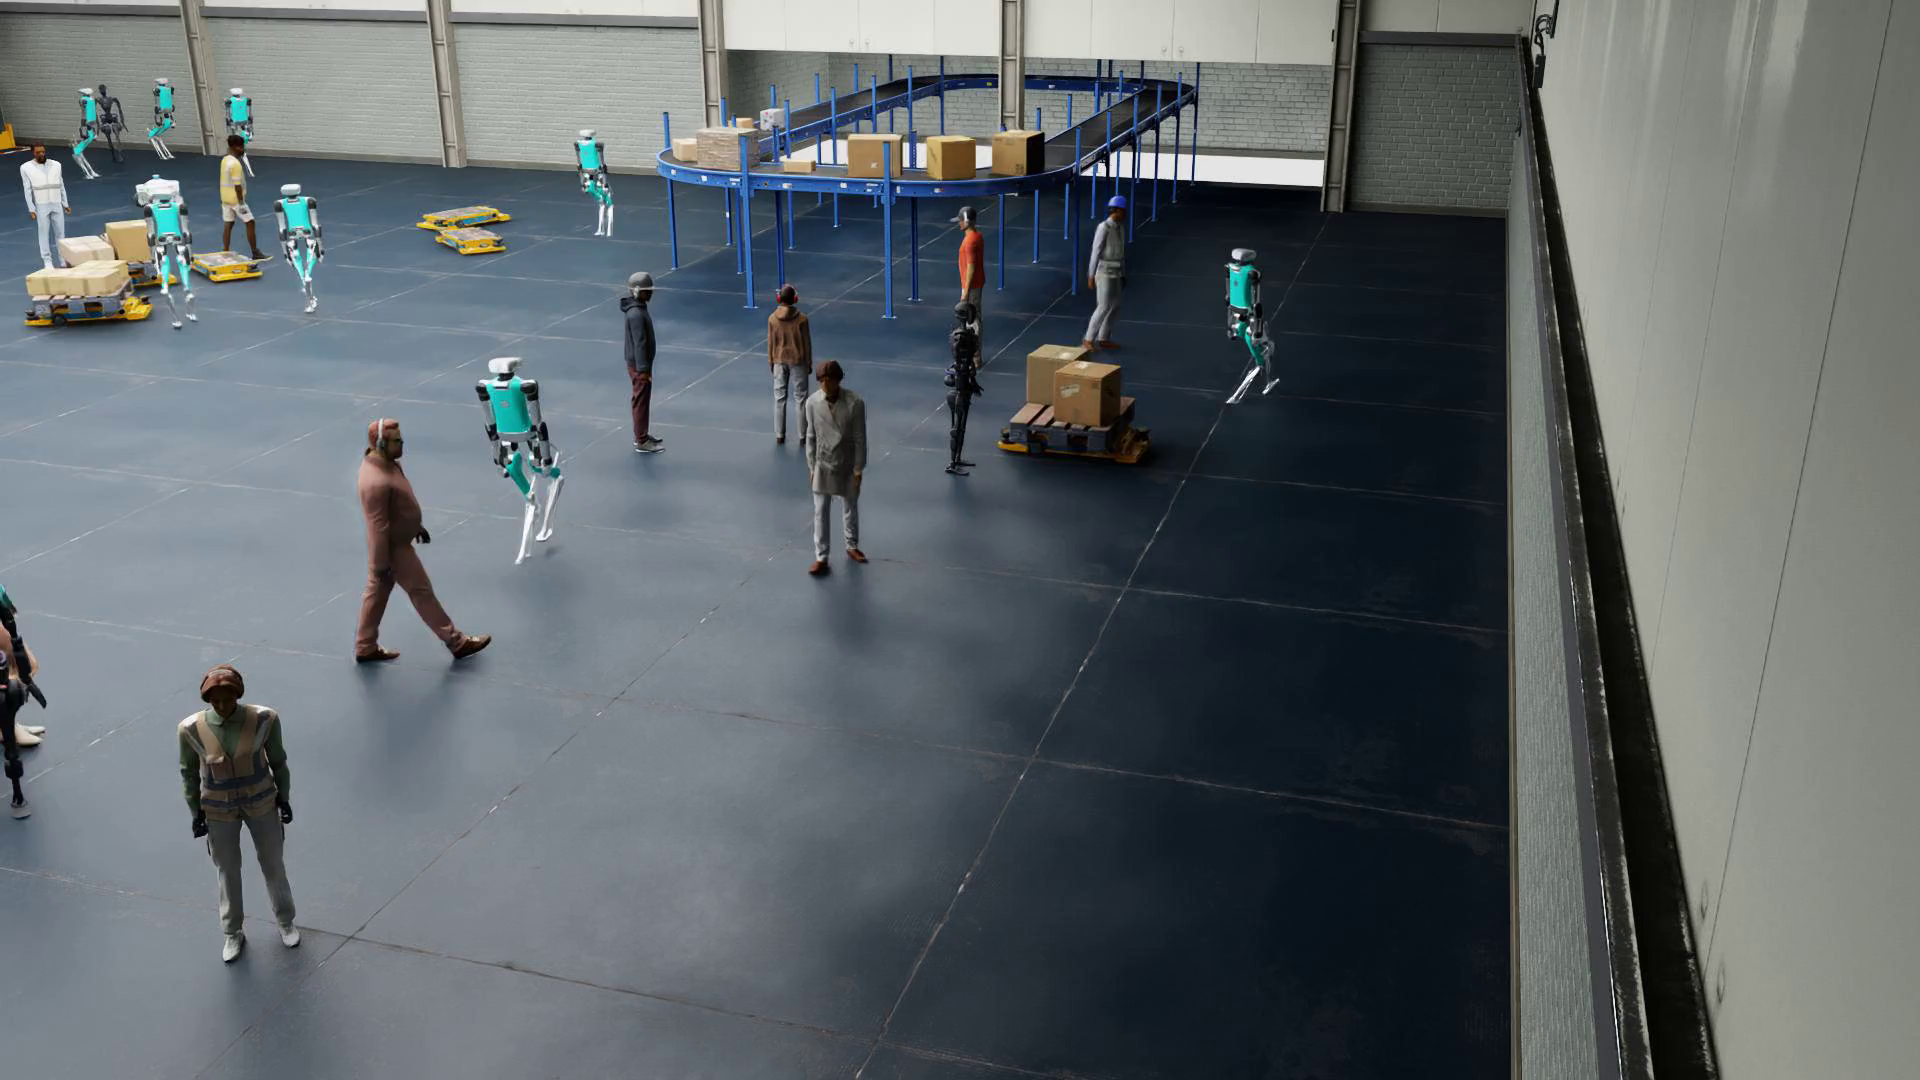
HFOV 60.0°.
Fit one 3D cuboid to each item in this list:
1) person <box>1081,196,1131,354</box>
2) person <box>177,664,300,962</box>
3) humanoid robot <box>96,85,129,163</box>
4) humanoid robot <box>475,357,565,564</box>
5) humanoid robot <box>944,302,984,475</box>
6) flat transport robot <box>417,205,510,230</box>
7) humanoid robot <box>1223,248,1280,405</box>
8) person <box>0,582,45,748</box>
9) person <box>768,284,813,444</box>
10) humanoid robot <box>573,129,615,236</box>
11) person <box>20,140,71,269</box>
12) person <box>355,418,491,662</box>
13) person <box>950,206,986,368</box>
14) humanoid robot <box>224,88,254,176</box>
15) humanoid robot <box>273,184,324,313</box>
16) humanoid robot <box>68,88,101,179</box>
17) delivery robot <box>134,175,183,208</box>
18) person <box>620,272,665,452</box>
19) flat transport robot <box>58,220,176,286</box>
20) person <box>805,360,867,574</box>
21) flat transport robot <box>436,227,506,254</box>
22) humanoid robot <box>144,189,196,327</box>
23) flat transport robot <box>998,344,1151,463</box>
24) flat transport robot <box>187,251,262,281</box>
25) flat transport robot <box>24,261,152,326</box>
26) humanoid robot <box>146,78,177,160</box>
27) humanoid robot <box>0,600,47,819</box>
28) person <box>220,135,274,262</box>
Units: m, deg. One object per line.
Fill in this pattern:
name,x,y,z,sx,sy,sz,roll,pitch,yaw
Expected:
person,1.797,-3.234,20.330,0.376,1.883,0.737,12,24,28
person,-3.734,1.399,8.642,0.510,1.639,0.306,-9,23,-22
humanoid robot,-17.792,-8.718,34.862,0.603,1.630,0.706,-10,23,-25
humanoid robot,-3.631,-0.723,14.040,0.566,1.800,0.827,4,21,11
humanoid robot,0.032,-1.484,16.052,0.315,1.655,0.599,6,22,16
flat transport robot,-8.488,-5.496,28.433,0.659,0.231,1.431,15,26,34
humanoid robot,3.336,-2.365,18.329,1.003,1.765,0.530,-13,24,-30
person,-6.239,0.474,10.740,0.459,1.858,0.527,-14,25,-31
person,-1.728,-1.775,16.870,0.456,1.644,0.321,3,21,9
humanoid robot,-5.937,-5.899,27.397,0.543,1.755,0.696,8,23,20
person,-13.652,-5.010,24.883,0.371,1.916,0.594,15,26,34
person,-3.977,0.013,11.940,0.986,1.856,0.641,-7,22,-18
person,0.091,-2.985,19.641,0.407,1.911,0.473,4,21,10
humanoid robot,-14.400,-8.101,33.140,0.677,1.794,0.533,19,28,40
humanoid robot,-8.682,-3.773,21.891,0.570,1.722,0.973,-5,22,-12
humanoid robot,-17.445,-8.075,33.033,0.718,1.750,0.531,0,21,-1
delivery robot,-14.529,-6.290,30.115,0.499,0.609,0.805,11,23,25
person,-3.179,-1.790,16.673,0.369,1.810,0.543,-4,21,-11
flat transport robot,-12.127,-3.746,23.895,1.431,0.231,0.659,-15,26,-34
person,-1.007,-0.612,13.648,0.512,1.799,0.641,0,21,1
flat transport robot,-7.840,-4.795,26.614,0.659,0.231,1.431,-14,25,-32
humanoid robot,-10.182,-3.607,21.525,0.555,1.772,0.876,-9,23,-22
flat transport robot,1.166,-1.025,16.835,1.431,0.231,0.659,7,22,17
flat transport robot,-10.973,-4.079,24.758,0.659,0.231,1.431,-17,27,-37
flat transport robot,-11.557,-3.042,22.069,1.431,0.231,0.659,-6,22,-16
humanoid robot,-16.806,-8.832,34.866,0.735,1.673,0.533,6,22,16
humanoid robot,-5.837,0.879,9.943,0.608,1.649,0.411,-13,25,-30
person,-11.018,-5.187,25.346,0.680,1.922,0.619,-19,28,-40
